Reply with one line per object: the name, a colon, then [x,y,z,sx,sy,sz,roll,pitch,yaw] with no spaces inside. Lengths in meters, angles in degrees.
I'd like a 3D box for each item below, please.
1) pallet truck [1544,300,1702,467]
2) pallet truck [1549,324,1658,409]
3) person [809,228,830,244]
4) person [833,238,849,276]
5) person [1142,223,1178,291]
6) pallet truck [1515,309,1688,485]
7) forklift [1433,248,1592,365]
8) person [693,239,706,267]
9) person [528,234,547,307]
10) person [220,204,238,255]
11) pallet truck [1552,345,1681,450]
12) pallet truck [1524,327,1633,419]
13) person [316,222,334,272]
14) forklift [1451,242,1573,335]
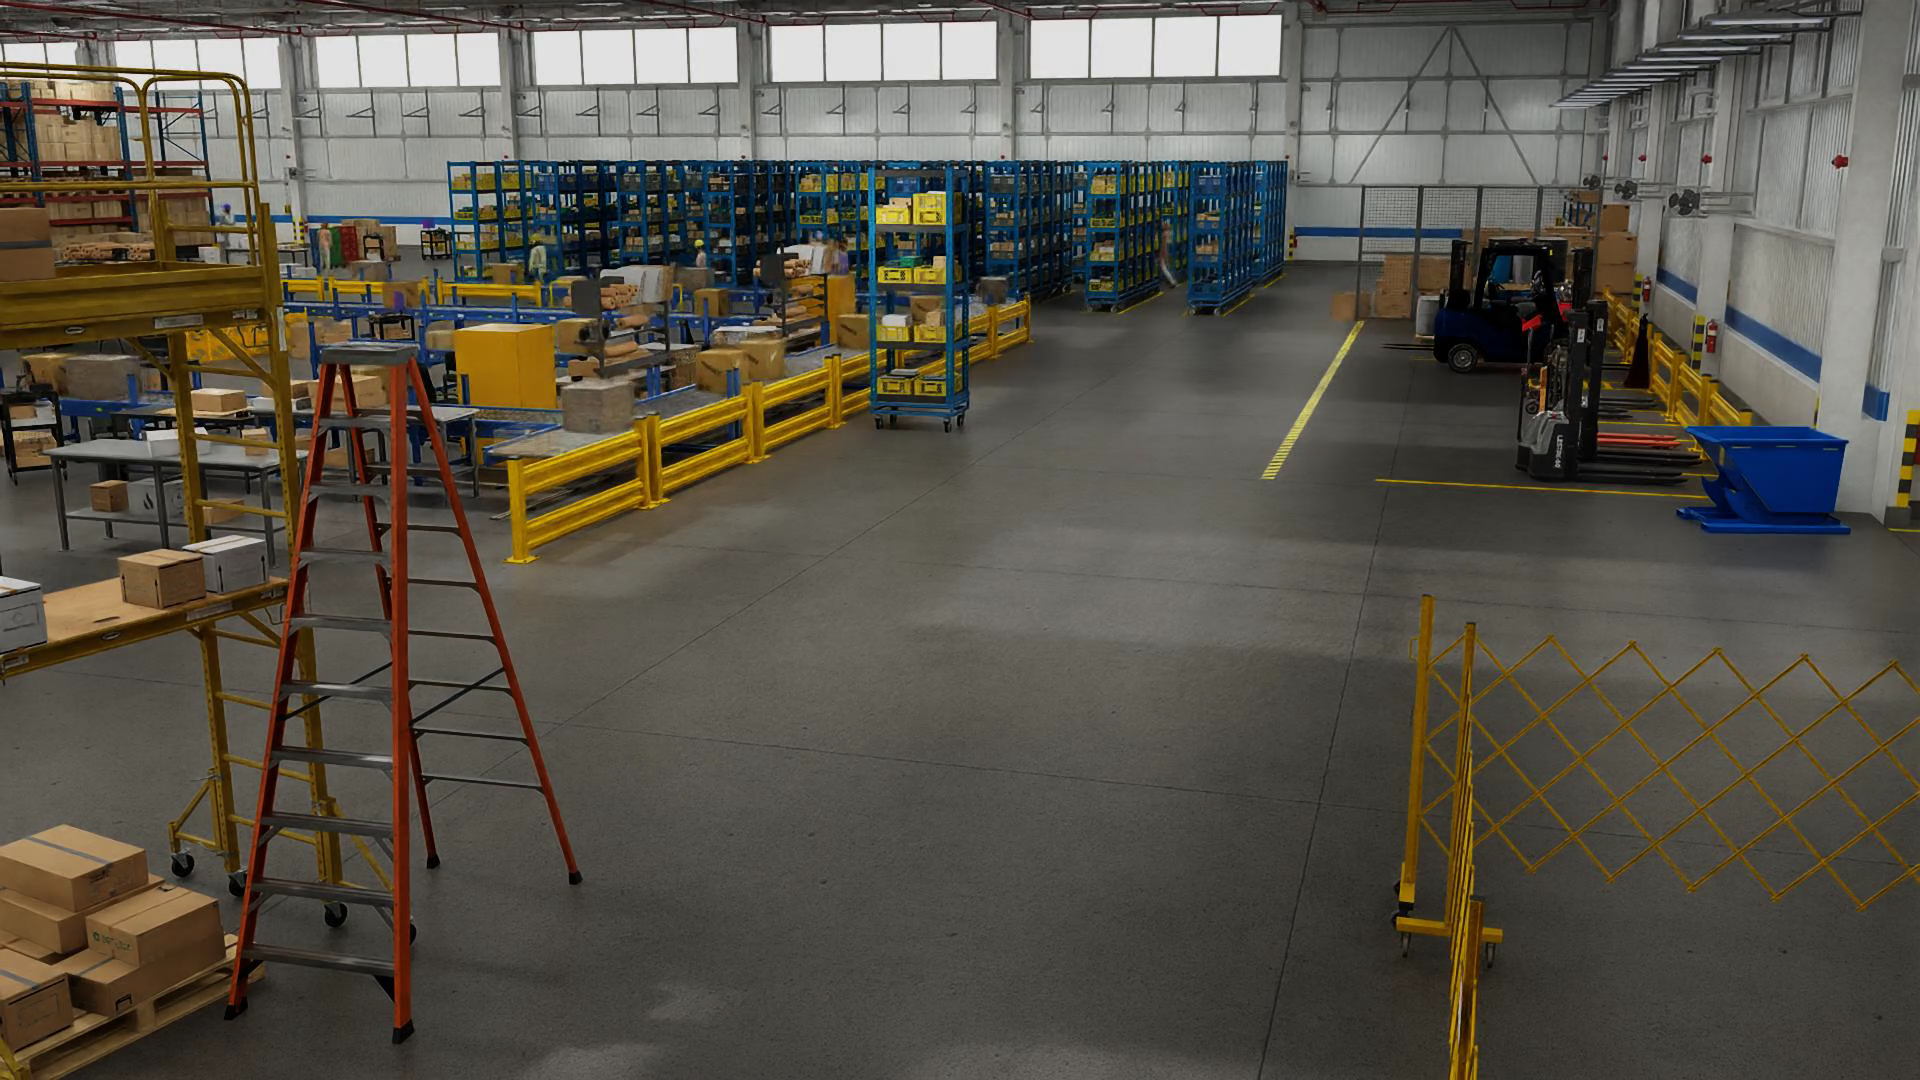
pallet truck: [8.263,-1.952,20.631,1.885,1.965,0.823,5,14,20]
pallet truck: [9.824,-2.669,25.407,1.601,1.201,0.680,4,14,16]
person: [-3.959,-8.051,46.921,0.630,2.020,0.478,2,13,8]
person: [-2.888,-6.309,39.844,0.698,1.826,0.568,6,14,24]
person: [5.689,-7.992,46.856,1.045,1.944,0.613,4,14,15]
pallet truck: [7.554,-1.677,19.446,1.885,1.965,0.823,3,13,14]
forklift: [9.780,-4.111,29.280,2.680,1.987,1.157,3,13,14]
person: [-6.310,-6.423,40.458,0.327,1.768,0.531,1,13,4]
person: [-10.740,-6.777,41.868,0.732,1.809,0.621,4,14,15]
person: [-27.945,-11.878,63.686,0.853,1.909,0.641,9,16,35]
pallet truck: [8.641,-1.896,21.908,1.630,1.274,0.653,4,14,16]
pallet truck: [9.065,-2.460,24.370,1.522,1.261,0.704,3,13,14]
person: [-20.781,-9.579,54.396,0.542,1.629,0.319,2,13,10]
forklift: [10.464,-4.597,31.405,2.680,1.987,1.157,4,14,16]
